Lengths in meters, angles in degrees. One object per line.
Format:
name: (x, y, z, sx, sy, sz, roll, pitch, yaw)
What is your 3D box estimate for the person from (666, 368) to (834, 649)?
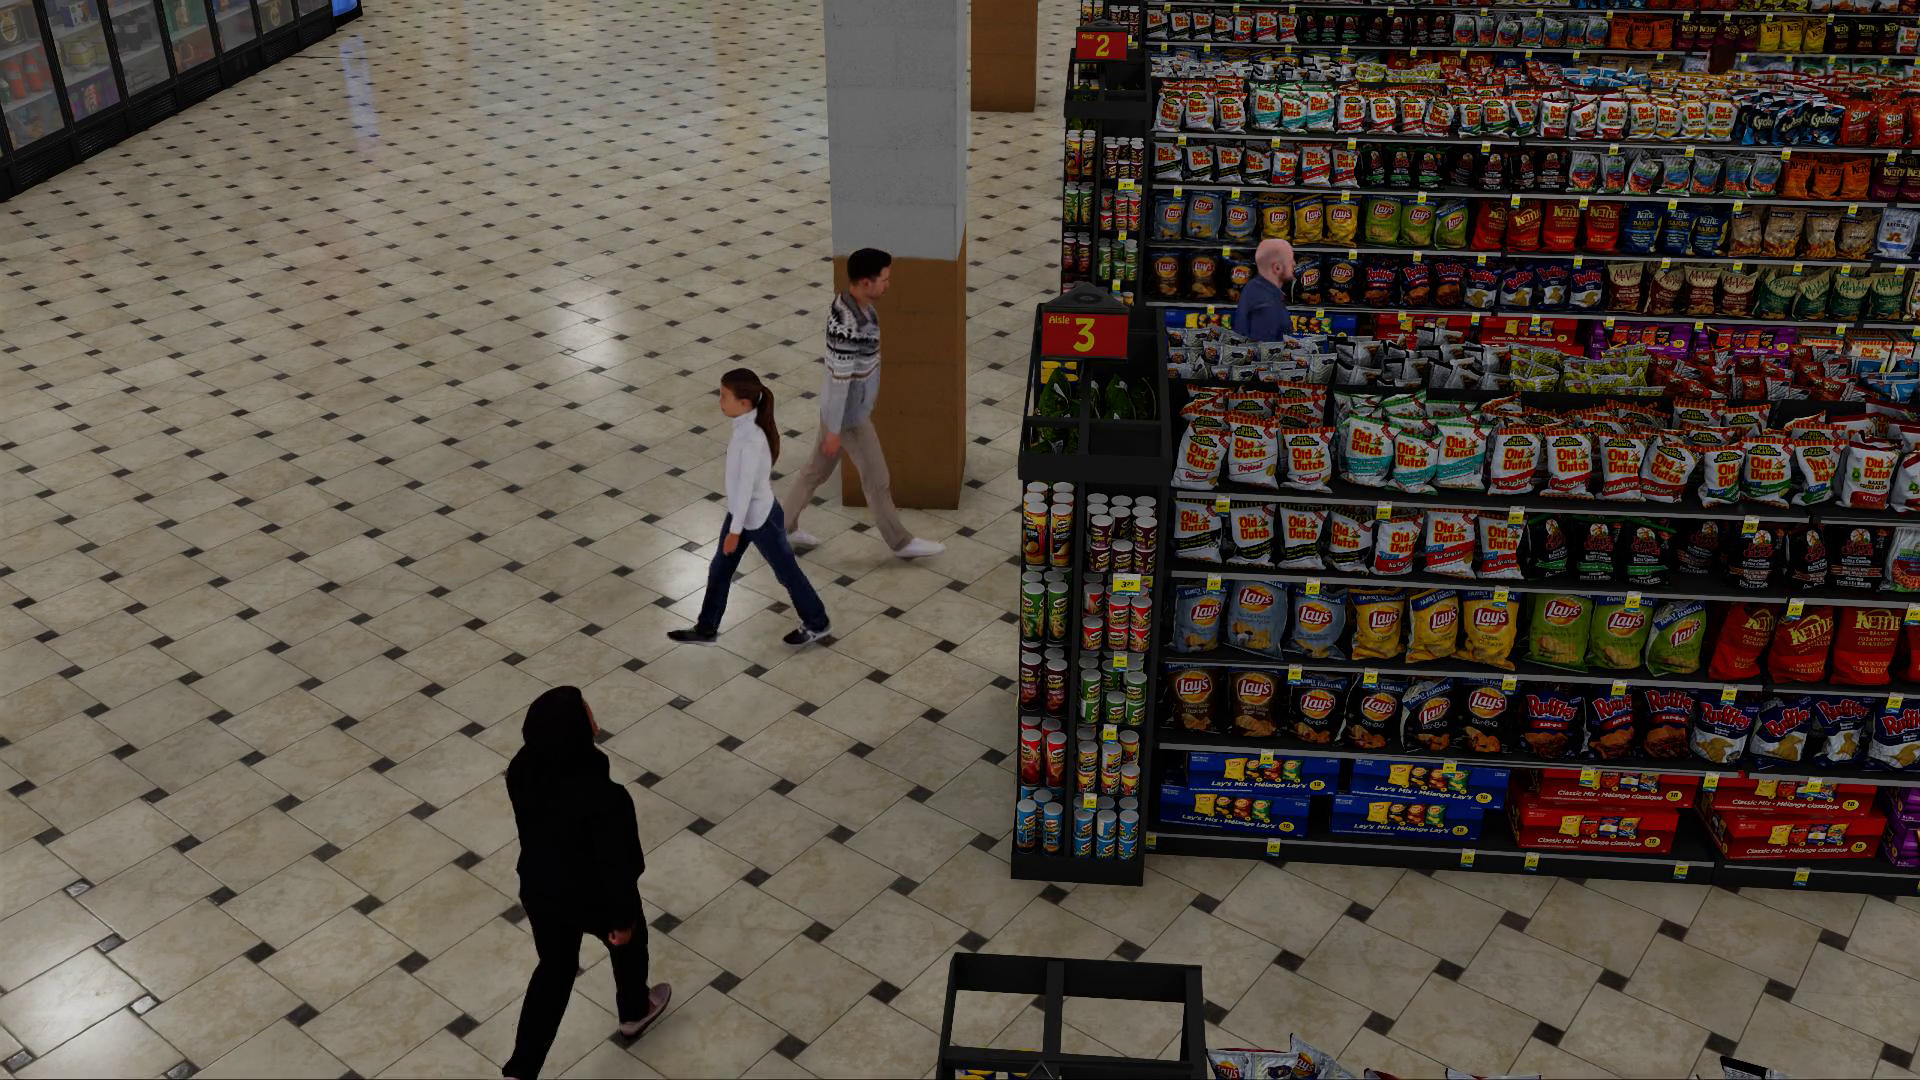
person: (-0.928, -0.106, 8.221, 1.131, 1.511, 0.831, -9, 30, -16)

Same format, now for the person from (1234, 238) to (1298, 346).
person: (1.561, -0.754, 9.097, 0.687, 1.810, 0.767, -1, 29, -2)

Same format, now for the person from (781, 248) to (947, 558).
person: (-0.691, -0.685, 8.962, 1.271, 1.818, 0.919, -4, 29, -8)

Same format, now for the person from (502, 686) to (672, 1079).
person: (-1.353, 1.247, 5.662, 1.088, 1.590, 0.956, 13, 31, 23)
